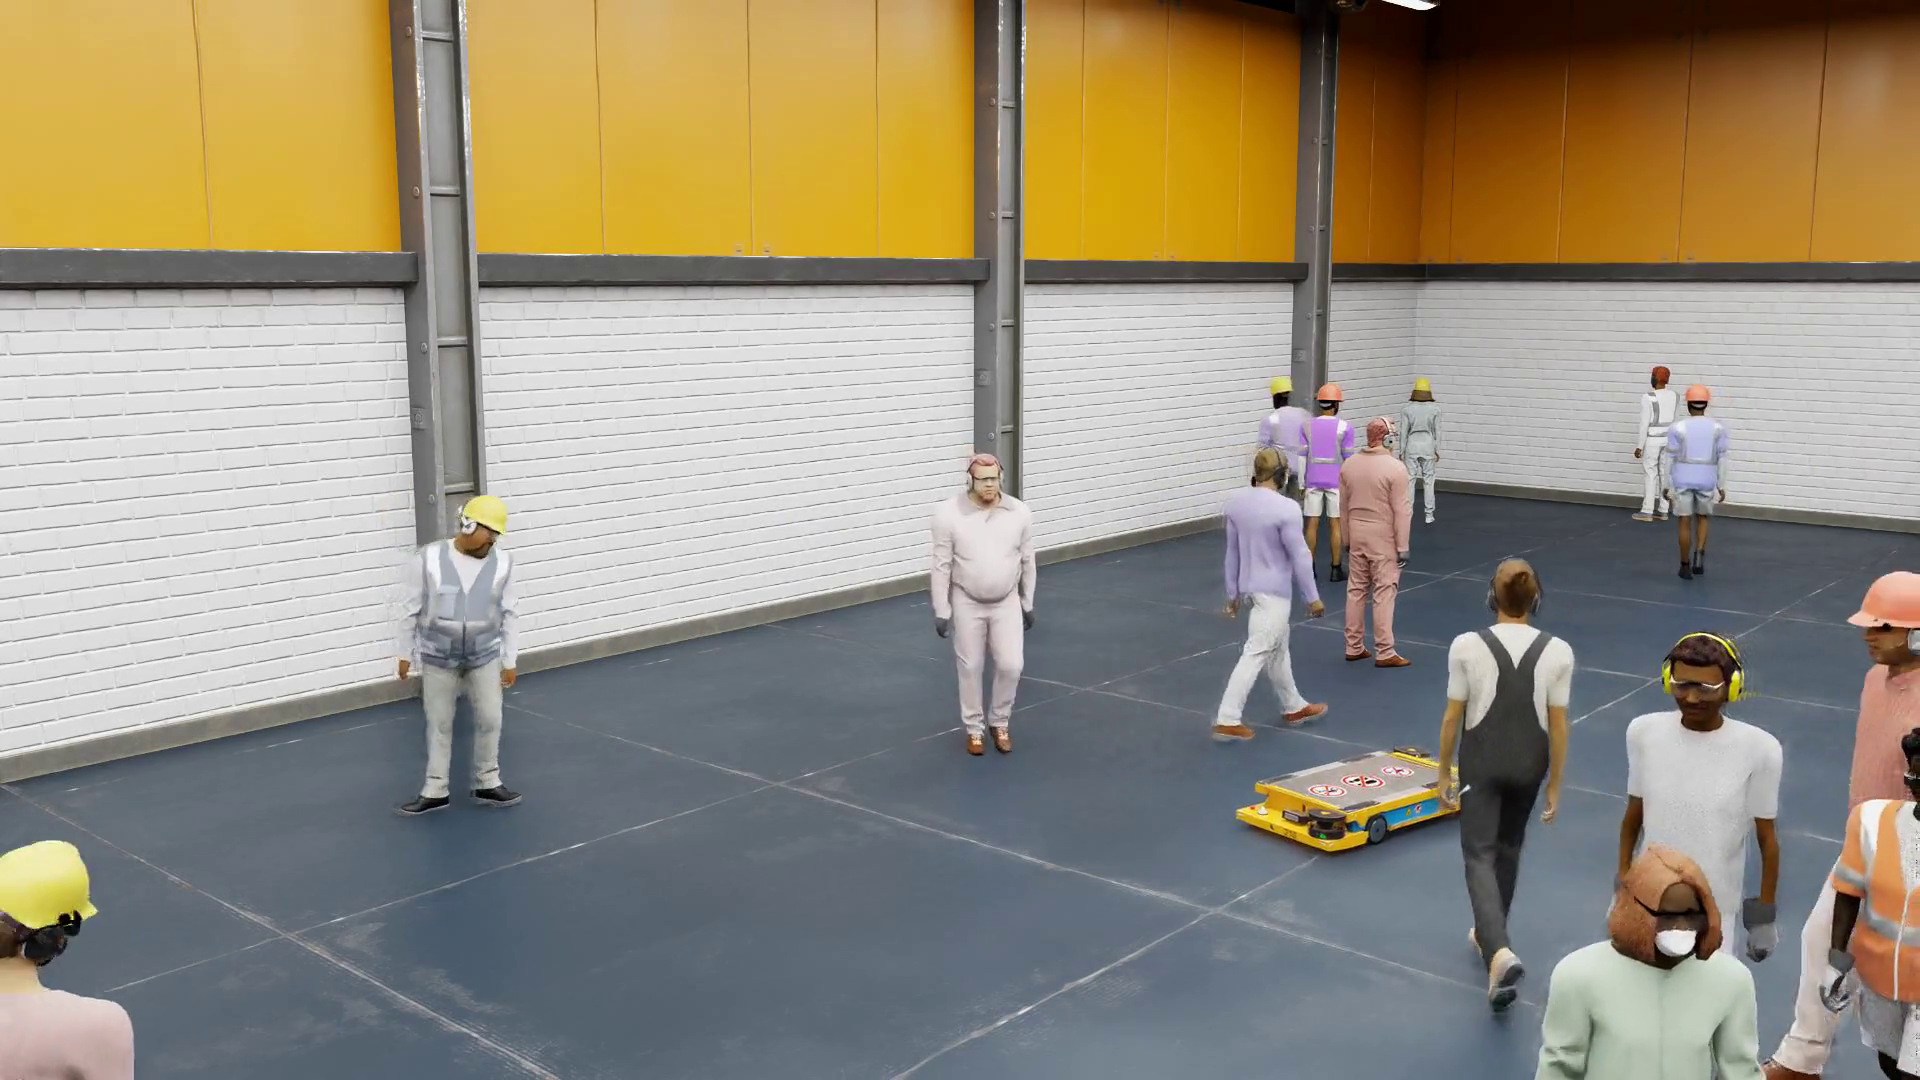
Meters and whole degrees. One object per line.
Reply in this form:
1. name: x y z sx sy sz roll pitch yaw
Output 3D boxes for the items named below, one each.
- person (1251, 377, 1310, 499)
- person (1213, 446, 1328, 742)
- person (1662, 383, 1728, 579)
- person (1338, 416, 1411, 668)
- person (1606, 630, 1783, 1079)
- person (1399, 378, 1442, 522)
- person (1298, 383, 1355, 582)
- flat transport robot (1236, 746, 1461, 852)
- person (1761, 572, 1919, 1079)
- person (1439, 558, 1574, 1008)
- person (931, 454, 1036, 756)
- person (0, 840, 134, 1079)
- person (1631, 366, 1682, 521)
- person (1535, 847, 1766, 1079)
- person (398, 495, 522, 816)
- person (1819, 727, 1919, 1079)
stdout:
1. person: 3.346 -0.767 17.551 0.623 1.911 0.549 -4 10 -24
2. person: 2.009 0.344 10.702 0.987 1.895 0.642 -4 10 -22
3. person: 7.185 -0.570 16.299 0.578 1.923 0.401 2 9 13
4. person: 3.194 0.012 12.699 0.405 1.911 0.636 -6 11 -34
5. person: 2.456 1.184 5.558 0.515 1.844 0.643 8 12 41
6. person: 5.548 -1.080 20.074 0.494 1.741 0.313 2 9 11
7. person: 3.567 -0.559 16.197 0.550 1.933 0.374 4 10 25
8. flat transport robot: 2.253 1.398 9.121 1.431 0.197 0.652 -7 11 -36
9. person: 3.123 1.084 5.770 0.836 1.964 0.654 0 9 2
10. person: 2.269 0.986 6.907 0.513 1.816 0.873 1 9 7
11. person: 0.155 0.409 10.271 0.679 1.888 0.491 -1 9 -9
12. person: -2.132 1.535 3.686 0.651 1.736 0.343 -1 9 -8
13. person: 8.449 -1.166 20.177 0.574 1.883 0.356 -3 10 -20
14. person: 1.701 1.544 4.029 0.526 1.589 0.818 0 9 -3
15. person: -2.786 0.646 9.150 0.711 1.785 0.406 -4 10 -22
16. person: 2.987 1.344 5.128 0.834 1.655 0.521 -6 11 -33
